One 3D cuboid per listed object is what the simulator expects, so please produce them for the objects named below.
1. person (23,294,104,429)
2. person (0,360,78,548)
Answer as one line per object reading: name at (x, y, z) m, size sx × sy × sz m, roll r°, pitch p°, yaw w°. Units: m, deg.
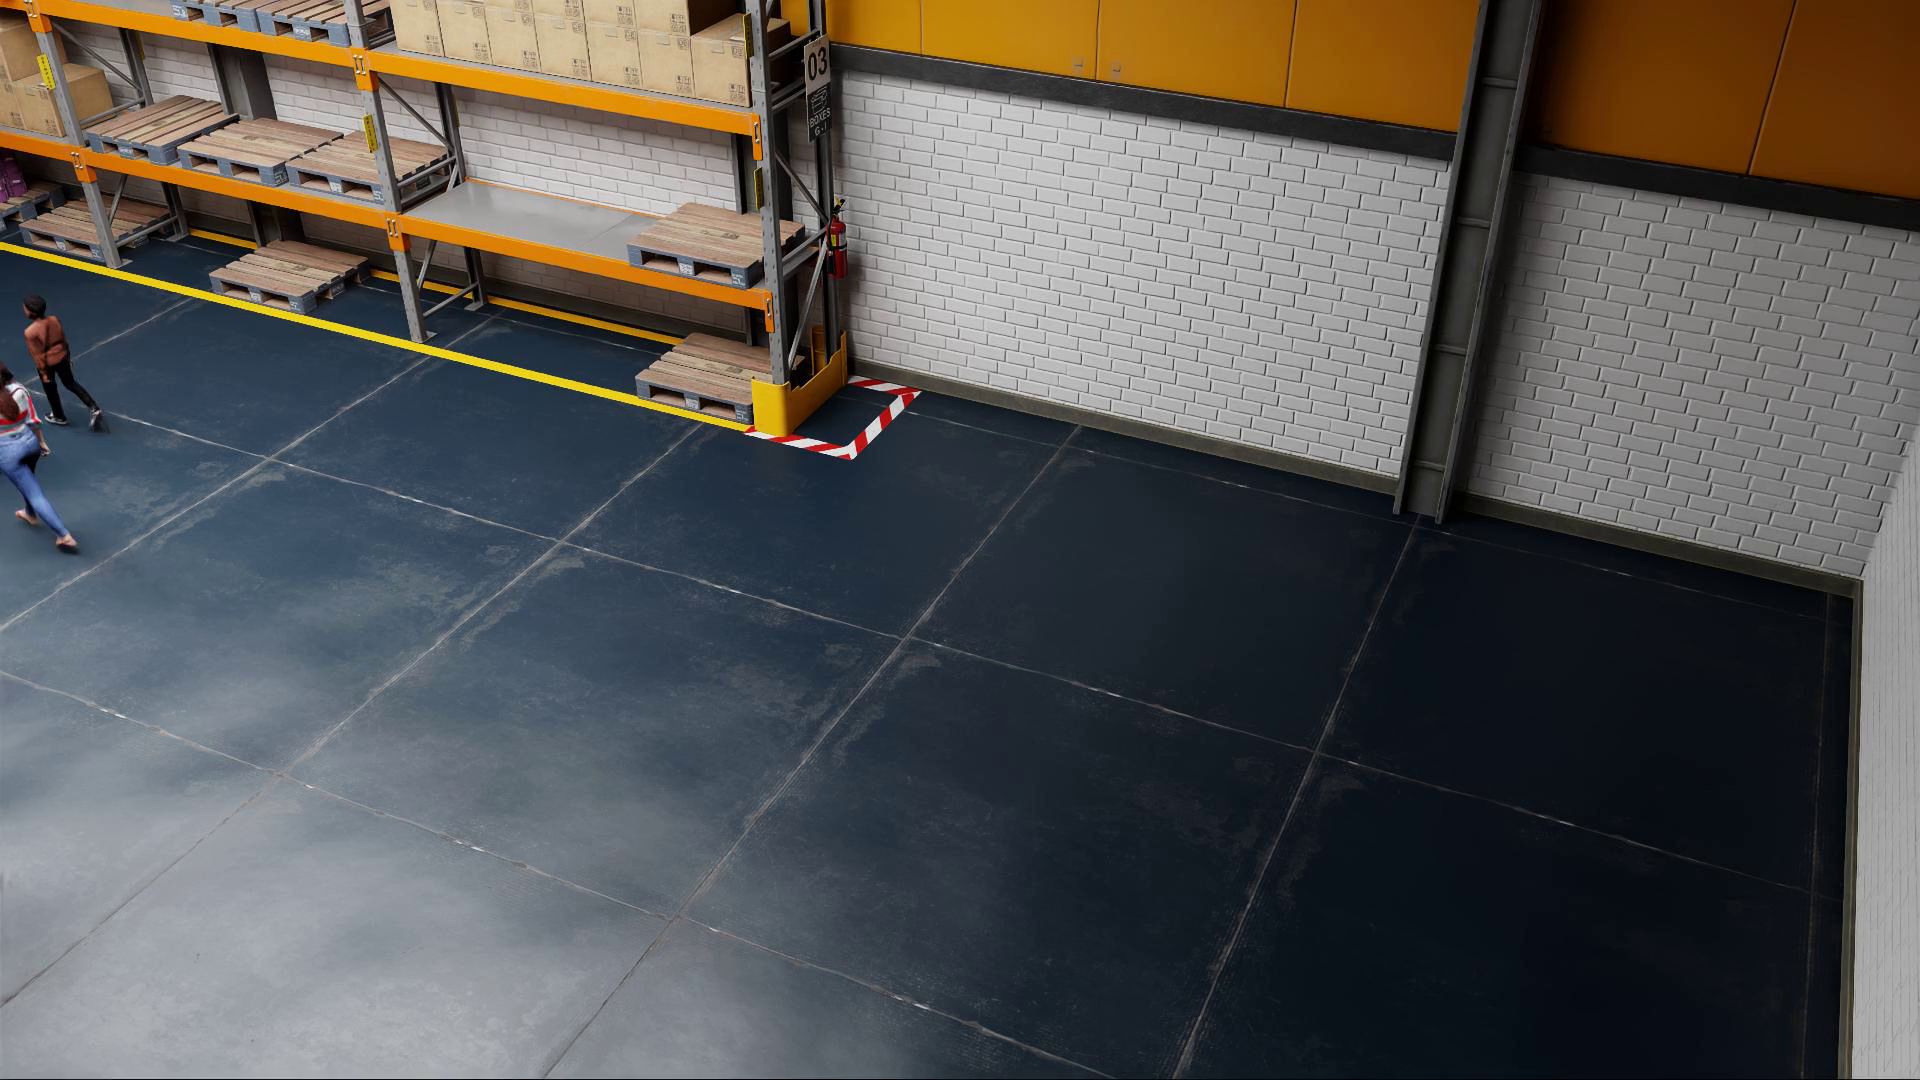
person at (-7.667, -1.500, 14.143) m, size 0.870 × 1.237 × 0.559 m, roll 12°, pitch 36°, yaw 18°
person at (-7.059, -0.633, 12.537) m, size 1.090 × 1.571 × 0.710 m, roll 20°, pitch 39°, yaw 27°
